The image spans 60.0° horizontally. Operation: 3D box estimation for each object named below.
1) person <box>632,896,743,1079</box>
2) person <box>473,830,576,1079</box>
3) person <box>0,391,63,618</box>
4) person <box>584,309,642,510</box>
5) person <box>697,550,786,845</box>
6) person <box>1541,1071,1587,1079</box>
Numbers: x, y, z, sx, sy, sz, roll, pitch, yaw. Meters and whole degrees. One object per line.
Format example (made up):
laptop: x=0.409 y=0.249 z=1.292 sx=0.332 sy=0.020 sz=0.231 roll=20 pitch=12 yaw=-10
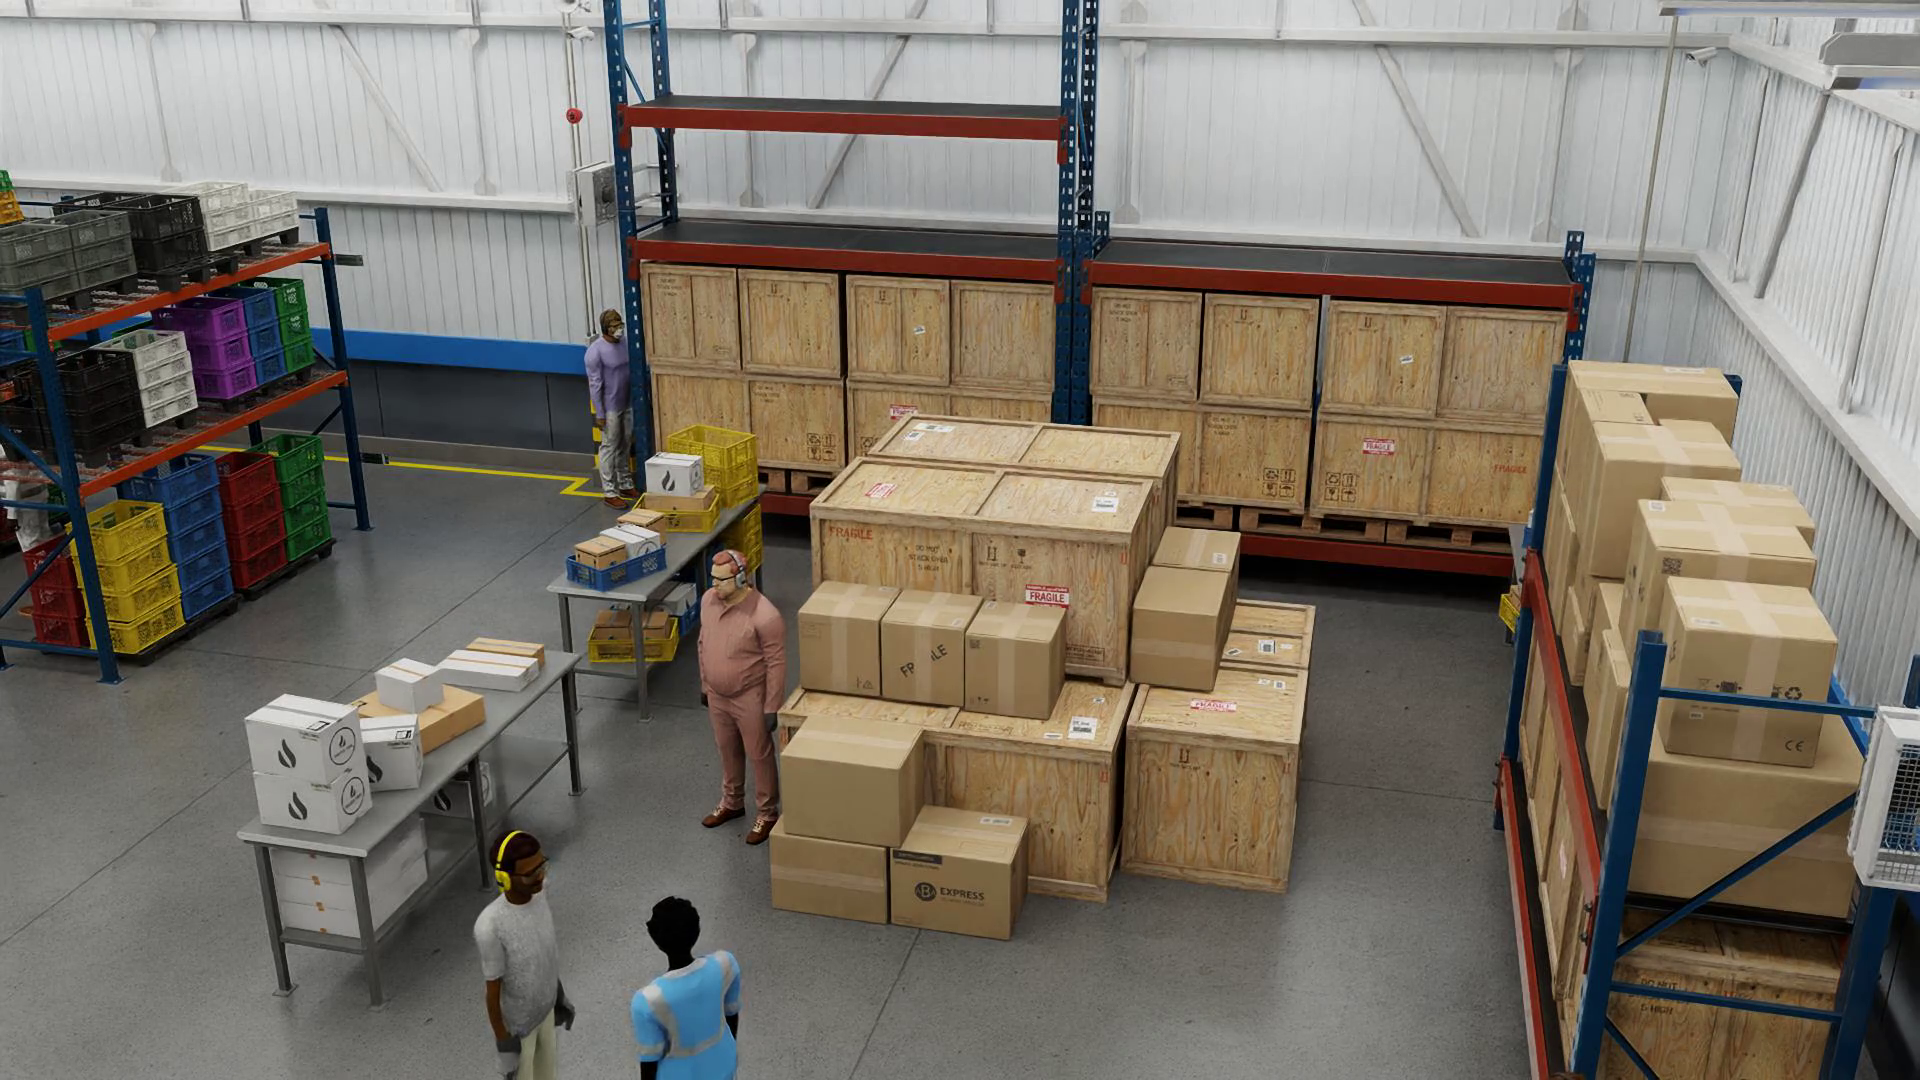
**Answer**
person: x=-1.145 y=2.275 z=7.073 sx=0.529 sy=1.694 sz=0.321 roll=-18 pitch=28 yaw=-40
person: x=-1.872 y=2.100 z=7.294 sx=0.327 sy=1.869 sz=0.520 roll=6 pitch=22 yaw=16
person: x=-7.626 y=-0.303 z=13.557 sx=0.349 sy=1.884 sz=0.584 roll=-3 pitch=21 yaw=-7
person: x=-3.307 y=-1.273 z=16.021 sx=0.369 sy=1.939 sz=0.631 roll=10 pitch=23 yaw=25
person: x=-1.372 y=0.956 z=10.233 sx=0.652 sy=1.906 sz=0.402 roll=15 pitch=25 yaw=34
person: x=2.025 y=2.658 z=5.869 sx=0.429 sy=1.844 sz=0.627 roll=-15 pitch=26 yaw=-34
